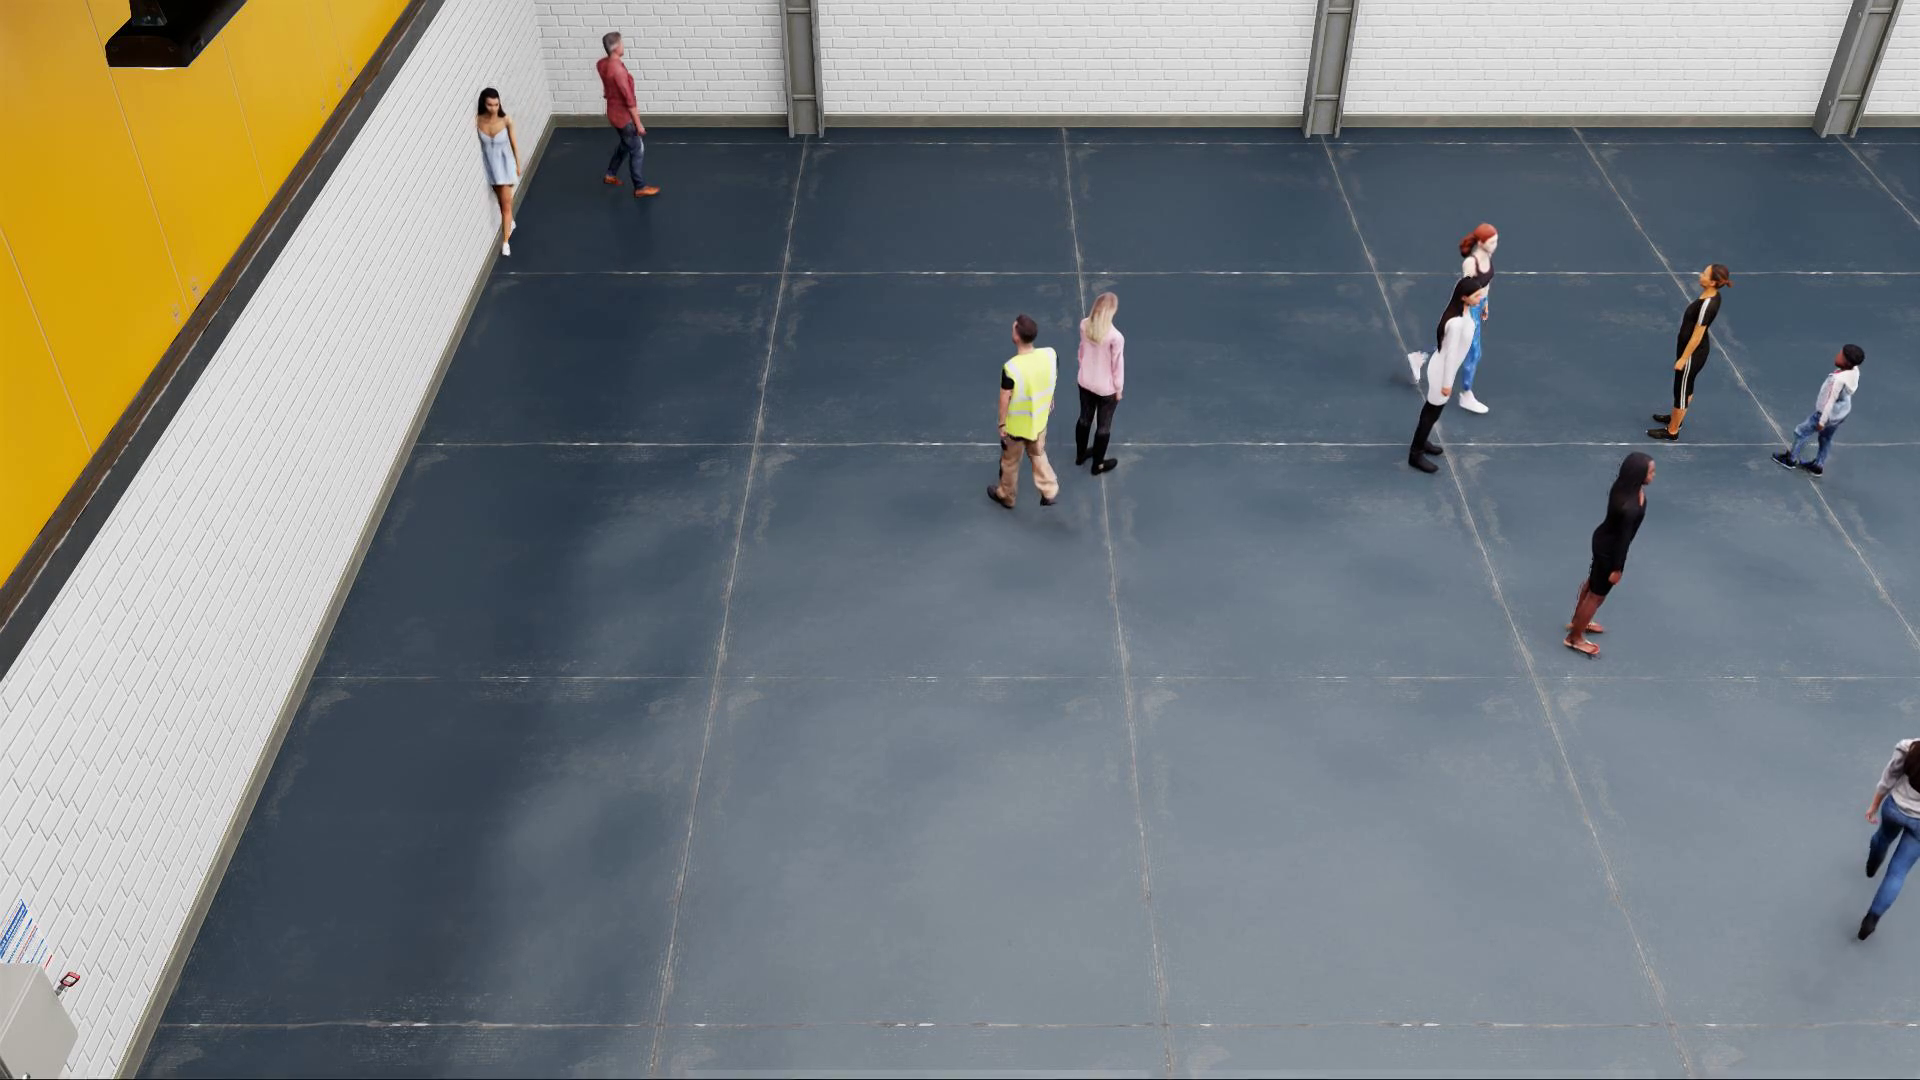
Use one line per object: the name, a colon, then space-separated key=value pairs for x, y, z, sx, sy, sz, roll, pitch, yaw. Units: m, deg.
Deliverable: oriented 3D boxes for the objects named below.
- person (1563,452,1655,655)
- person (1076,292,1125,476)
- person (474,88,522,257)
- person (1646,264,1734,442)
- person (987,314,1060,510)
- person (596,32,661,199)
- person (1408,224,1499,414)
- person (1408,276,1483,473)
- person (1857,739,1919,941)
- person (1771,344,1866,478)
person: x=4.678 y=0.079 z=11.989 sx=0.612 sy=1.720 sz=0.657 roll=10 pitch=40 yaw=13
person: x=1.134 y=-1.293 z=13.734 sx=0.745 sy=1.686 sz=0.686 roll=-31 pitch=48 yaw=-33
person: x=-4.664 y=-3.819 z=16.895 sx=0.987 sy=1.688 sz=0.758 roll=0 pitch=39 yaw=0
person: x=6.234 y=-1.607 z=14.142 sx=0.679 sy=1.668 sz=0.664 roll=20 pitch=43 yaw=23
person: x=0.561 y=-0.951 z=13.192 sx=0.979 sy=1.828 sz=1.006 roll=-24 pitch=44 yaw=-27
person: x=-3.618 y=-4.465 z=17.598 sx=0.975 sy=1.822 sz=0.909 roll=-21 pitch=43 yaw=-24
person: x=4.379 y=-1.980 z=14.531 sx=1.119 sy=1.765 sz=0.941 roll=24 pitch=44 yaw=27
person: x=4.000 y=-1.403 z=13.784 sx=0.673 sy=1.796 sz=0.684 roll=15 pitch=41 yaw=18
person: x=5.714 y=1.733 z=10.018 sx=1.067 sy=1.595 sz=1.090 roll=28 pitch=46 yaw=31
person: x=7.260 y=-1.053 z=13.785 sx=0.678 sy=1.248 sz=0.709 roll=-22 pitch=43 yaw=-25
